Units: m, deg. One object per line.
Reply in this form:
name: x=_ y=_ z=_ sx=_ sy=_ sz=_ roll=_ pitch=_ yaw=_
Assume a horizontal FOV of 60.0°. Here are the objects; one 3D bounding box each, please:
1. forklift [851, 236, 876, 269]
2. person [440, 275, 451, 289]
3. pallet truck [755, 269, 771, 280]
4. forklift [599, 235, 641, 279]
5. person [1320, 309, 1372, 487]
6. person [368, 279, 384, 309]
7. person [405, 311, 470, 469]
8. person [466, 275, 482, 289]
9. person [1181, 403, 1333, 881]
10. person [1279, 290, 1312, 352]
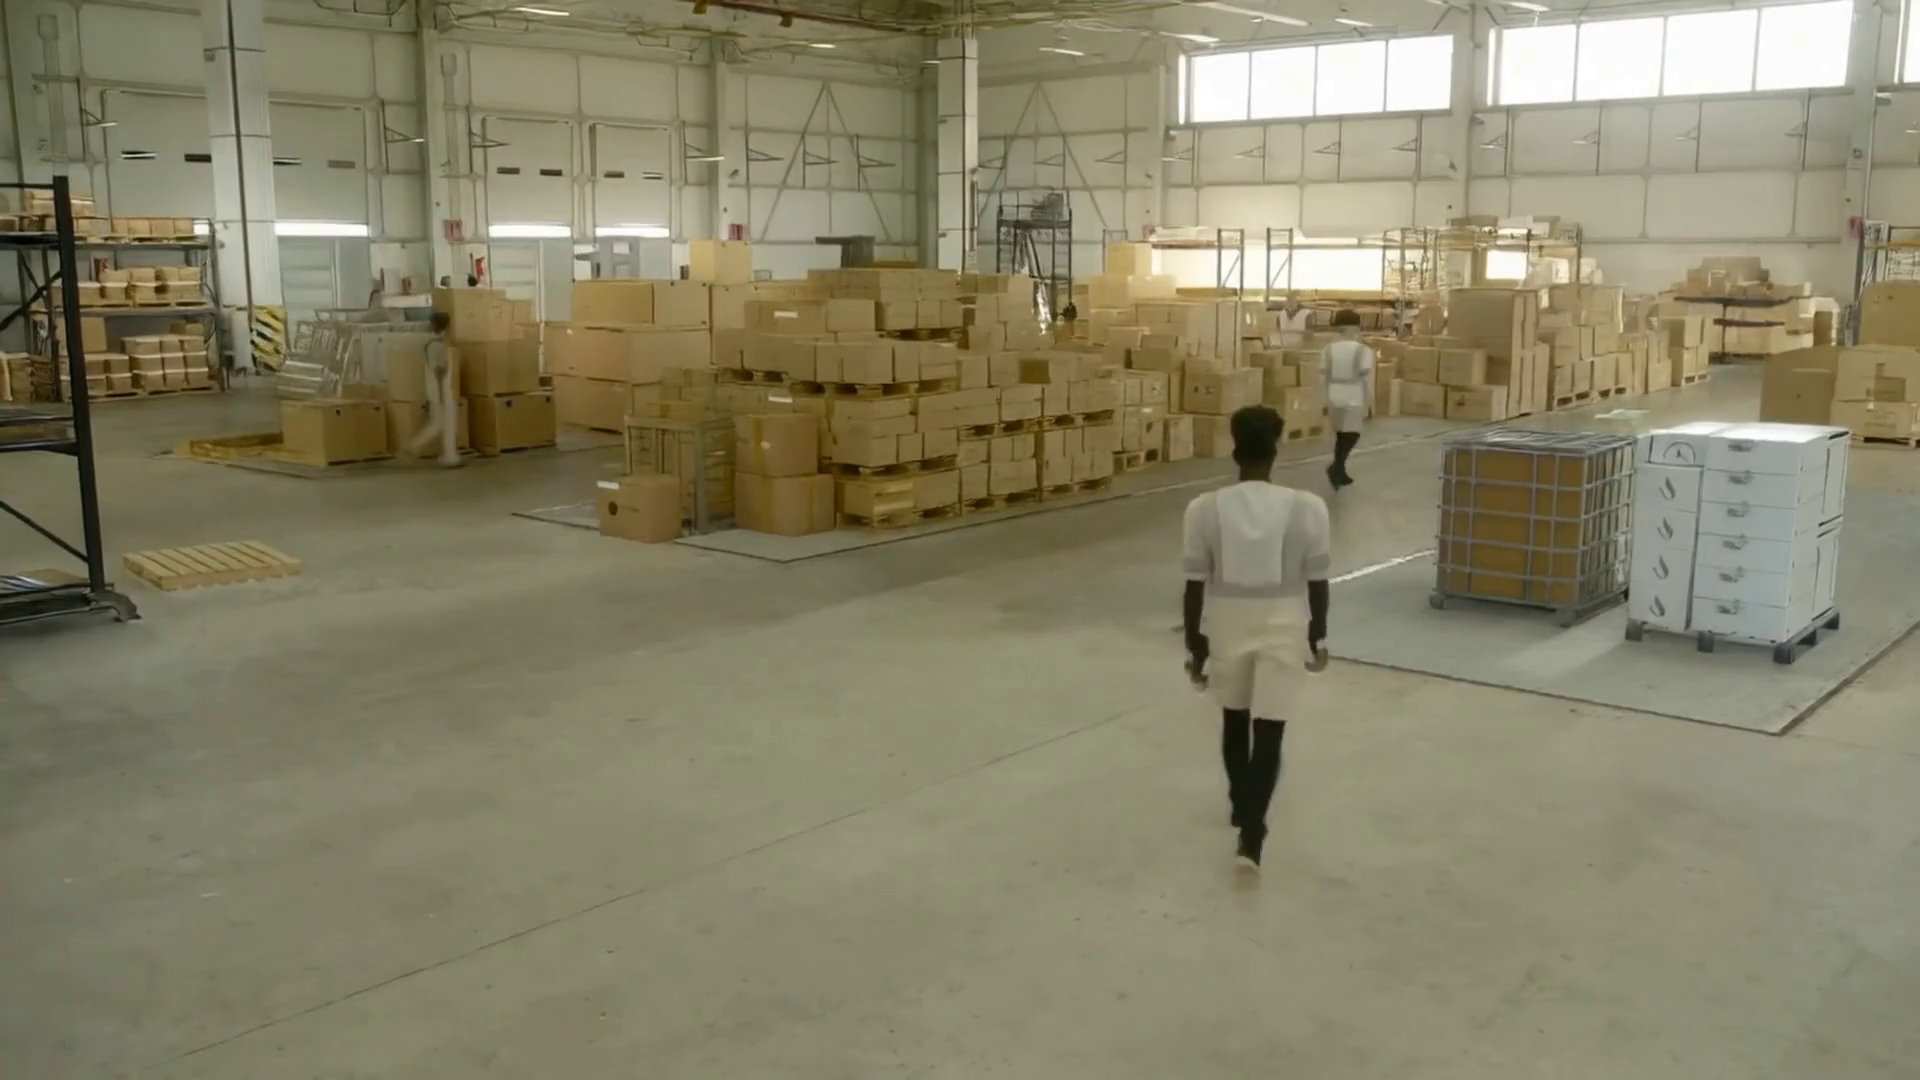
forklift: x=-2.287 y=-5.819 z=39.522 sx=1.873 sy=2.768 sz=1.129 roll=2 pitch=10 yaw=14
person: x=-11.686 y=-5.058 z=37.894 sx=0.543 sy=1.931 sz=0.371 roll=-7 pitch=12 yaw=-35
pallet truck: x=-4.996 y=-6.432 z=45.525 sx=1.885 sy=1.965 sz=0.823 roll=-6 pitch=12 yaw=-32
forklift: x=-7.656 y=-5.502 z=37.721 sx=1.873 sy=2.768 sz=1.129 roll=8 pitch=13 yaw=40
person: x=4.058 y=-1.489 z=17.628 sx=0.557 sy=1.916 sz=0.762 roll=8 pitch=13 yaw=37
person: x=-12.762 y=-4.788 z=36.518 sx=0.417 sy=1.870 sz=0.614 roll=-7 pitch=12 yaw=-36
person: x=-6.017 y=-1.703 z=19.083 sx=0.621 sy=1.831 sz=0.539 roll=-5 pitch=11 yaw=-27
person: x=-10.984 y=-5.022 z=37.682 sx=0.628 sy=1.935 sz=0.373 roll=-4 pitch=11 yaw=-21
person: x=1.213 y=0.399 z=6.875 sx=0.603 sy=1.925 sz=1.003 roll=3 pitch=11 yaw=18
person: x=5.470 y=-3.128 z=27.074 sx=0.590 sy=1.881 sz=0.963 roll=7 pitch=12 yaw=37
